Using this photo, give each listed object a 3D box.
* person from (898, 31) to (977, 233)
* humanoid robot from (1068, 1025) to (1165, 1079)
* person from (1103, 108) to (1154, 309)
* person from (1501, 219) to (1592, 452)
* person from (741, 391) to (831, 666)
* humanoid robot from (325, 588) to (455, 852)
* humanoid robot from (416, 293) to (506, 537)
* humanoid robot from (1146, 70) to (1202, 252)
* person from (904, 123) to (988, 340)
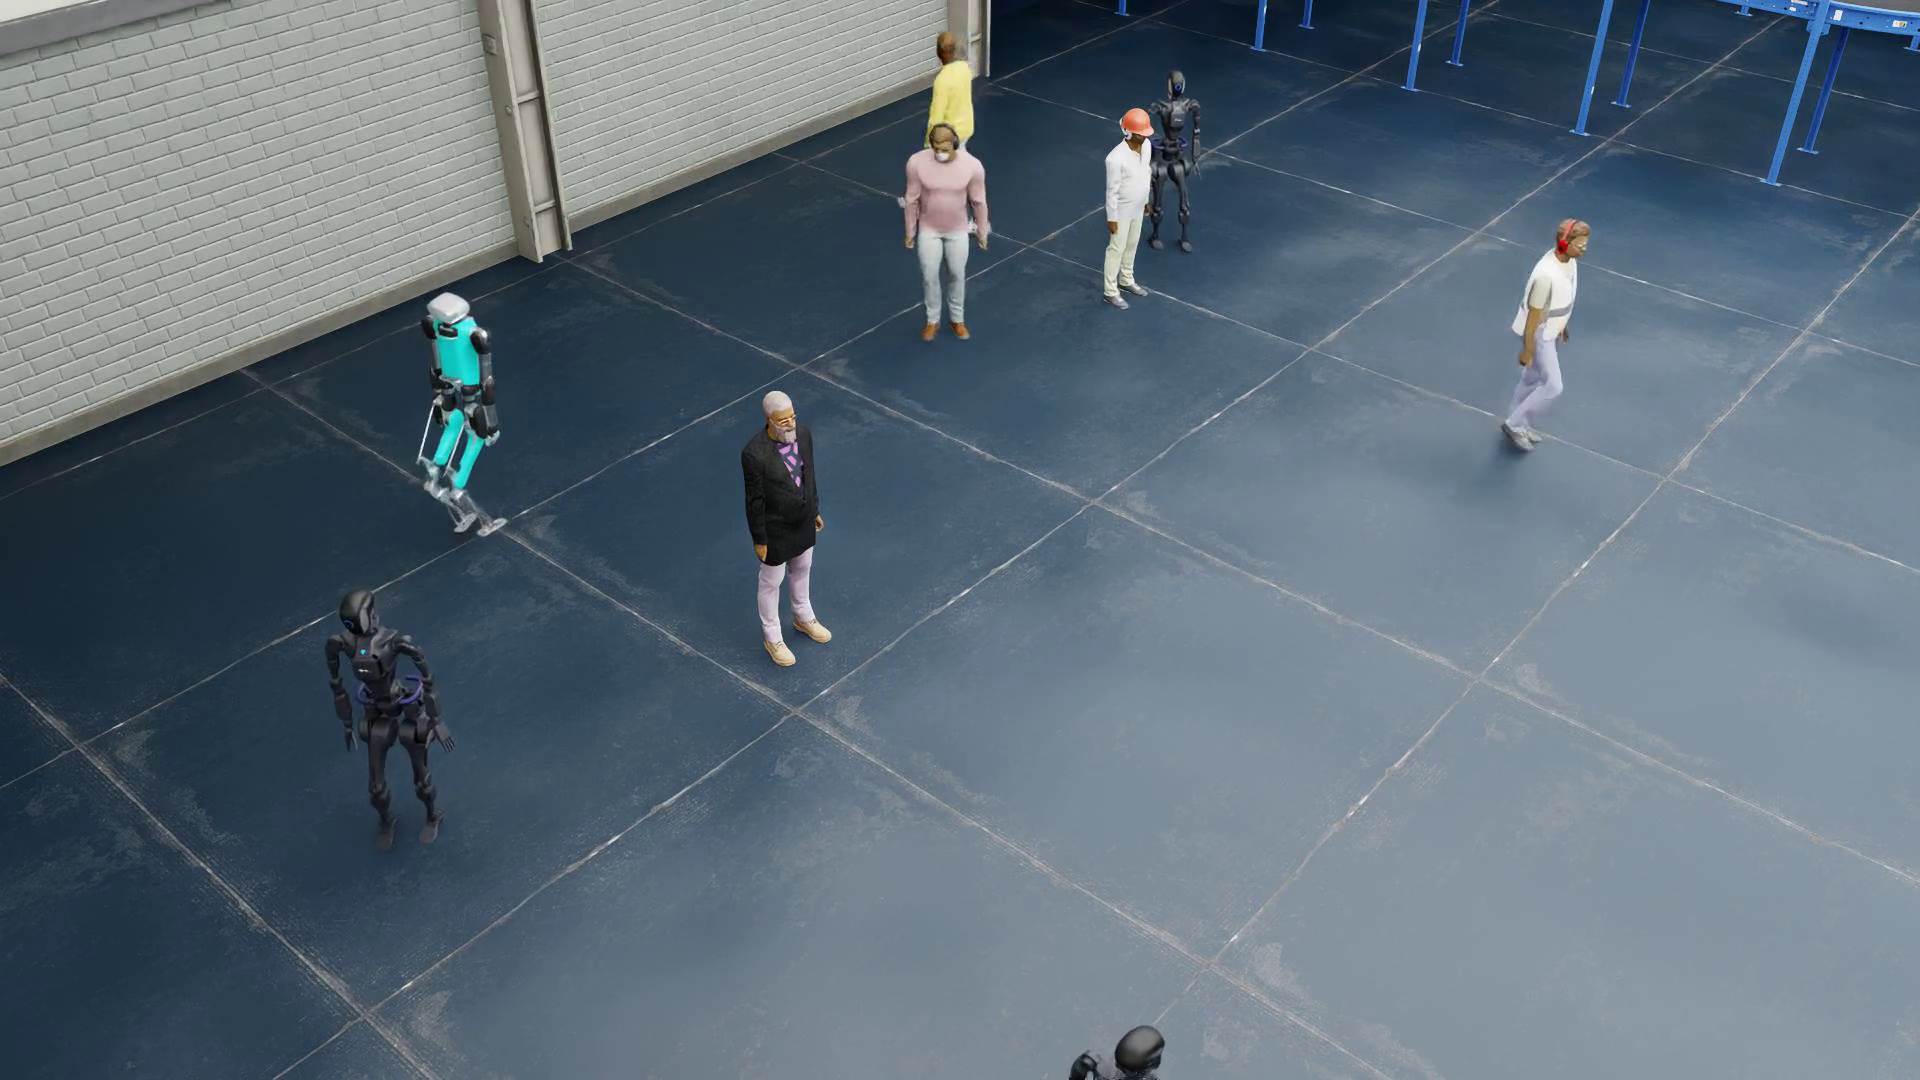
[{"bbox_3d":[-0.172,-3.733,15.271,1.003,1.833,0.579,13,37,18],"label":"person"},{"bbox_3d":[0.661,2.478,6.711,0.615,1.647,0.553,23,41,29],"label":"humanoid robot"},{"bbox_3d":[1.441,-2.813,14.066,0.350,1.744,0.566,24,42,30],"label":"person"},{"bbox_3d":[4.278,-1.493,12.145,0.474,1.829,0.561,19,40,25],"label":"person"},{"bbox_3d":[-1.072,-0.097,10.156,0.402,1.855,0.542,28,44,34],"label":"person"},{"bbox_3d":[-3.004,0.962,8.821,0.608,1.655,0.362,2,35,3],"label":"humanoid robot"},{"bbox_3d":[-3.420,-0.744,11.144,0.531,1.771,0.669,17,39,22],"label":"humanoid robot"},{"bbox_3d":[1.894,-3.381,14.913,0.591,1.648,0.411,-9,36,-13],"label":"humanoid robot"},{"bbox_3d":[-0.110,-2.497,13.482,0.670,1.918,0.410,0,35,0],"label":"person"}]
